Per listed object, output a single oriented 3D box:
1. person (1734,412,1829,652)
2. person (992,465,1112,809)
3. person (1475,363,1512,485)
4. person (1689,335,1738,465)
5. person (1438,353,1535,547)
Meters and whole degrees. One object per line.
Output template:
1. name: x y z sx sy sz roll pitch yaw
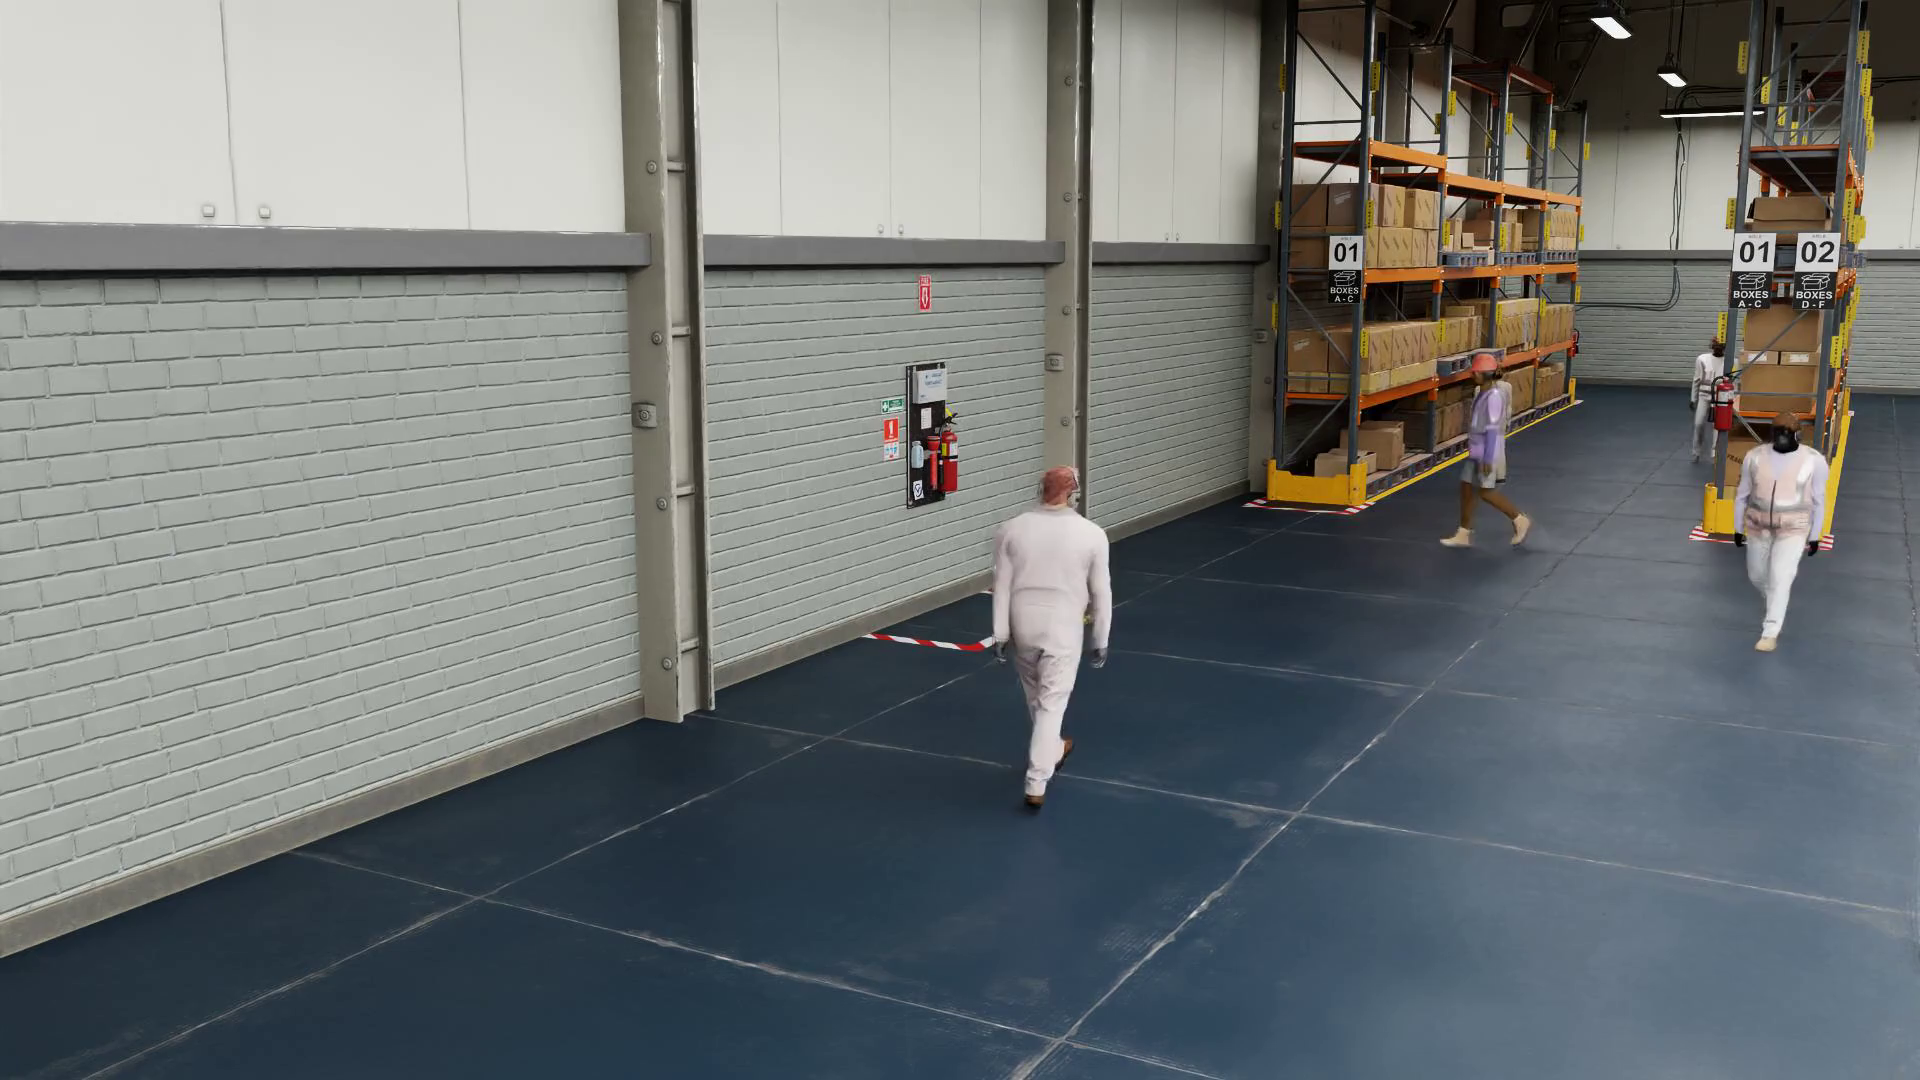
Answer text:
1. person: 6.322 -0.091 12.838 0.635 1.815 0.818 9 13 42
2. person: 0.514 0.514 9.256 0.649 1.840 1.070 4 10 20
3. person: 6.954 -1.523 21.768 0.520 1.629 0.308 -1 10 -5
4. person: 10.860 -2.024 23.961 0.604 1.881 0.388 5 11 29
5. person: 5.418 -0.900 16.995 0.870 2.016 0.617 0 10 2
